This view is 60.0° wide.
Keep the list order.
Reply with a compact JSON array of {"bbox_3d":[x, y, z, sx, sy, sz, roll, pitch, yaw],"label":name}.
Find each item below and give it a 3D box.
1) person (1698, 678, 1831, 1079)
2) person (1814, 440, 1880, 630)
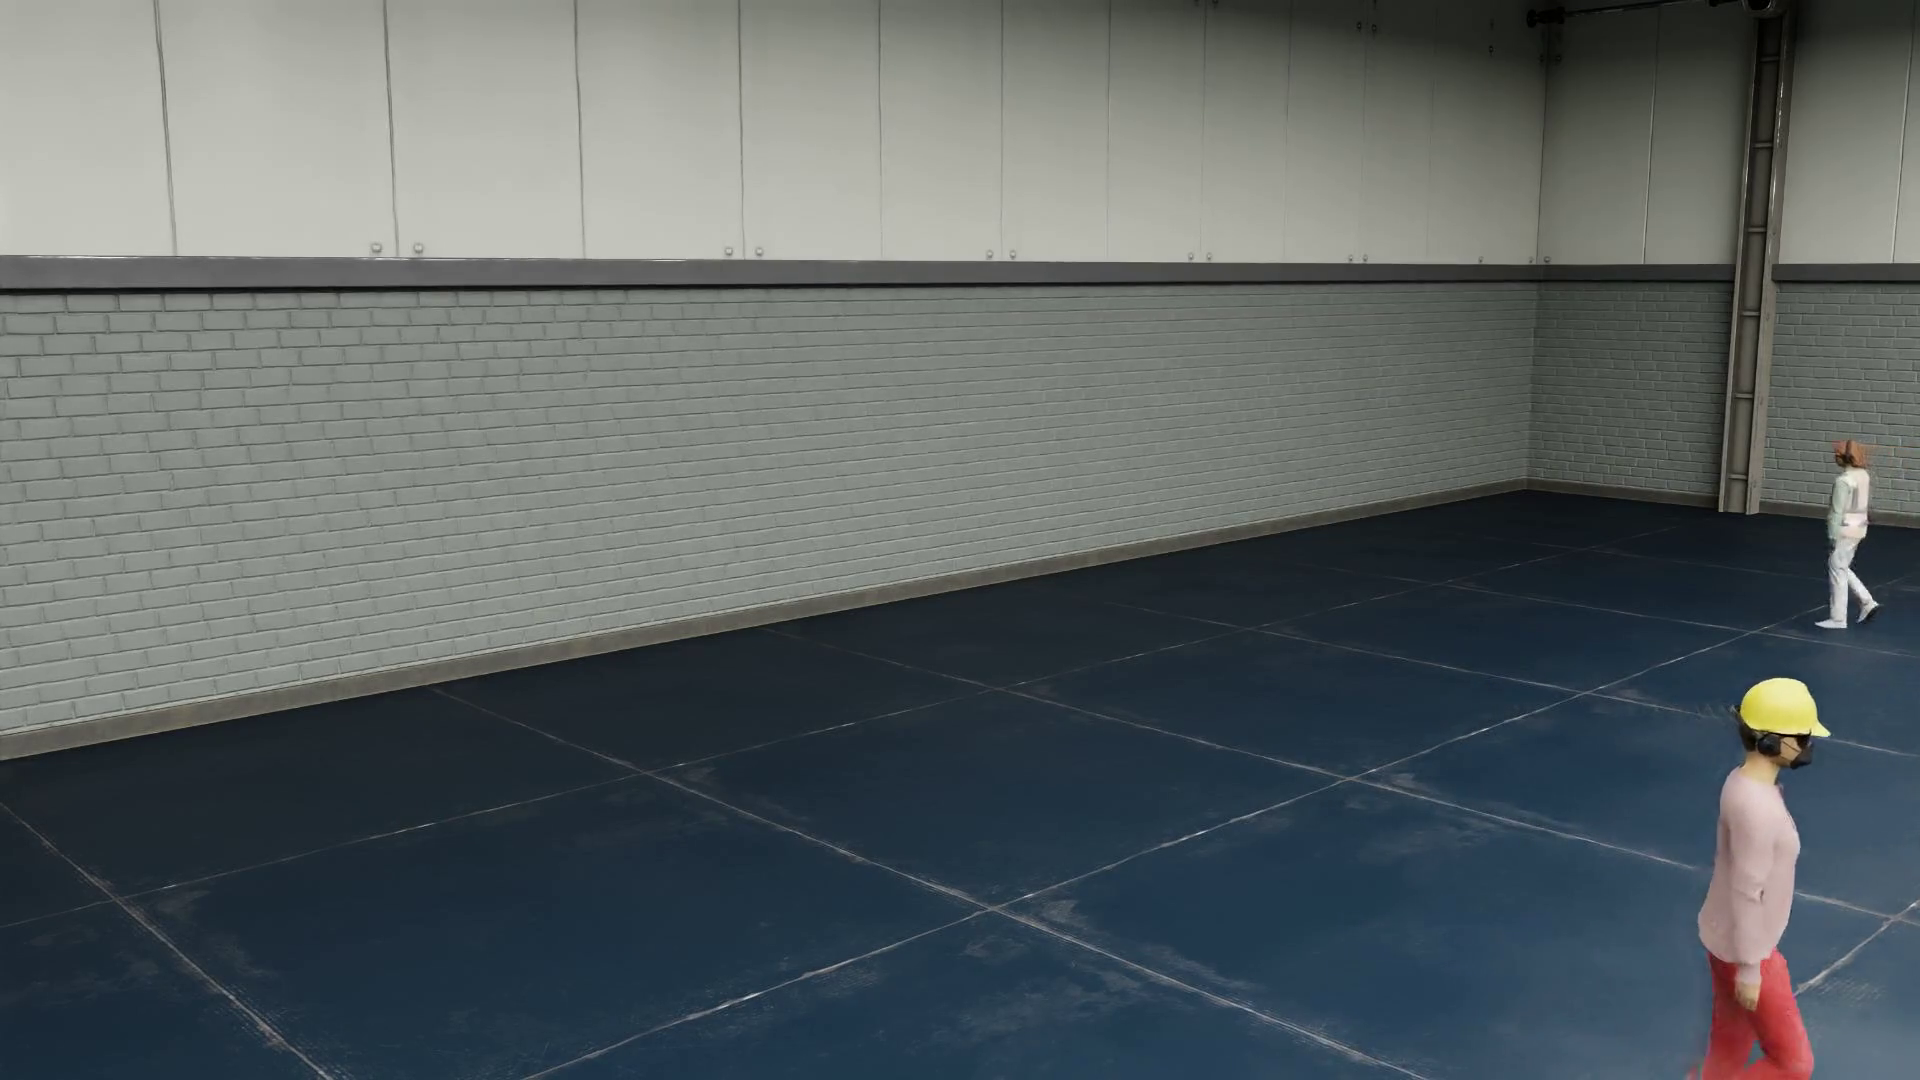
[{"bbox_3d":[2.571,1.301,5.351,0.364,1.754,0.544,4,10,22],"label":"person"},{"bbox_3d":[7.520,-0.036,14.073,0.533,1.622,0.406,-8,12,-41],"label":"person"}]
